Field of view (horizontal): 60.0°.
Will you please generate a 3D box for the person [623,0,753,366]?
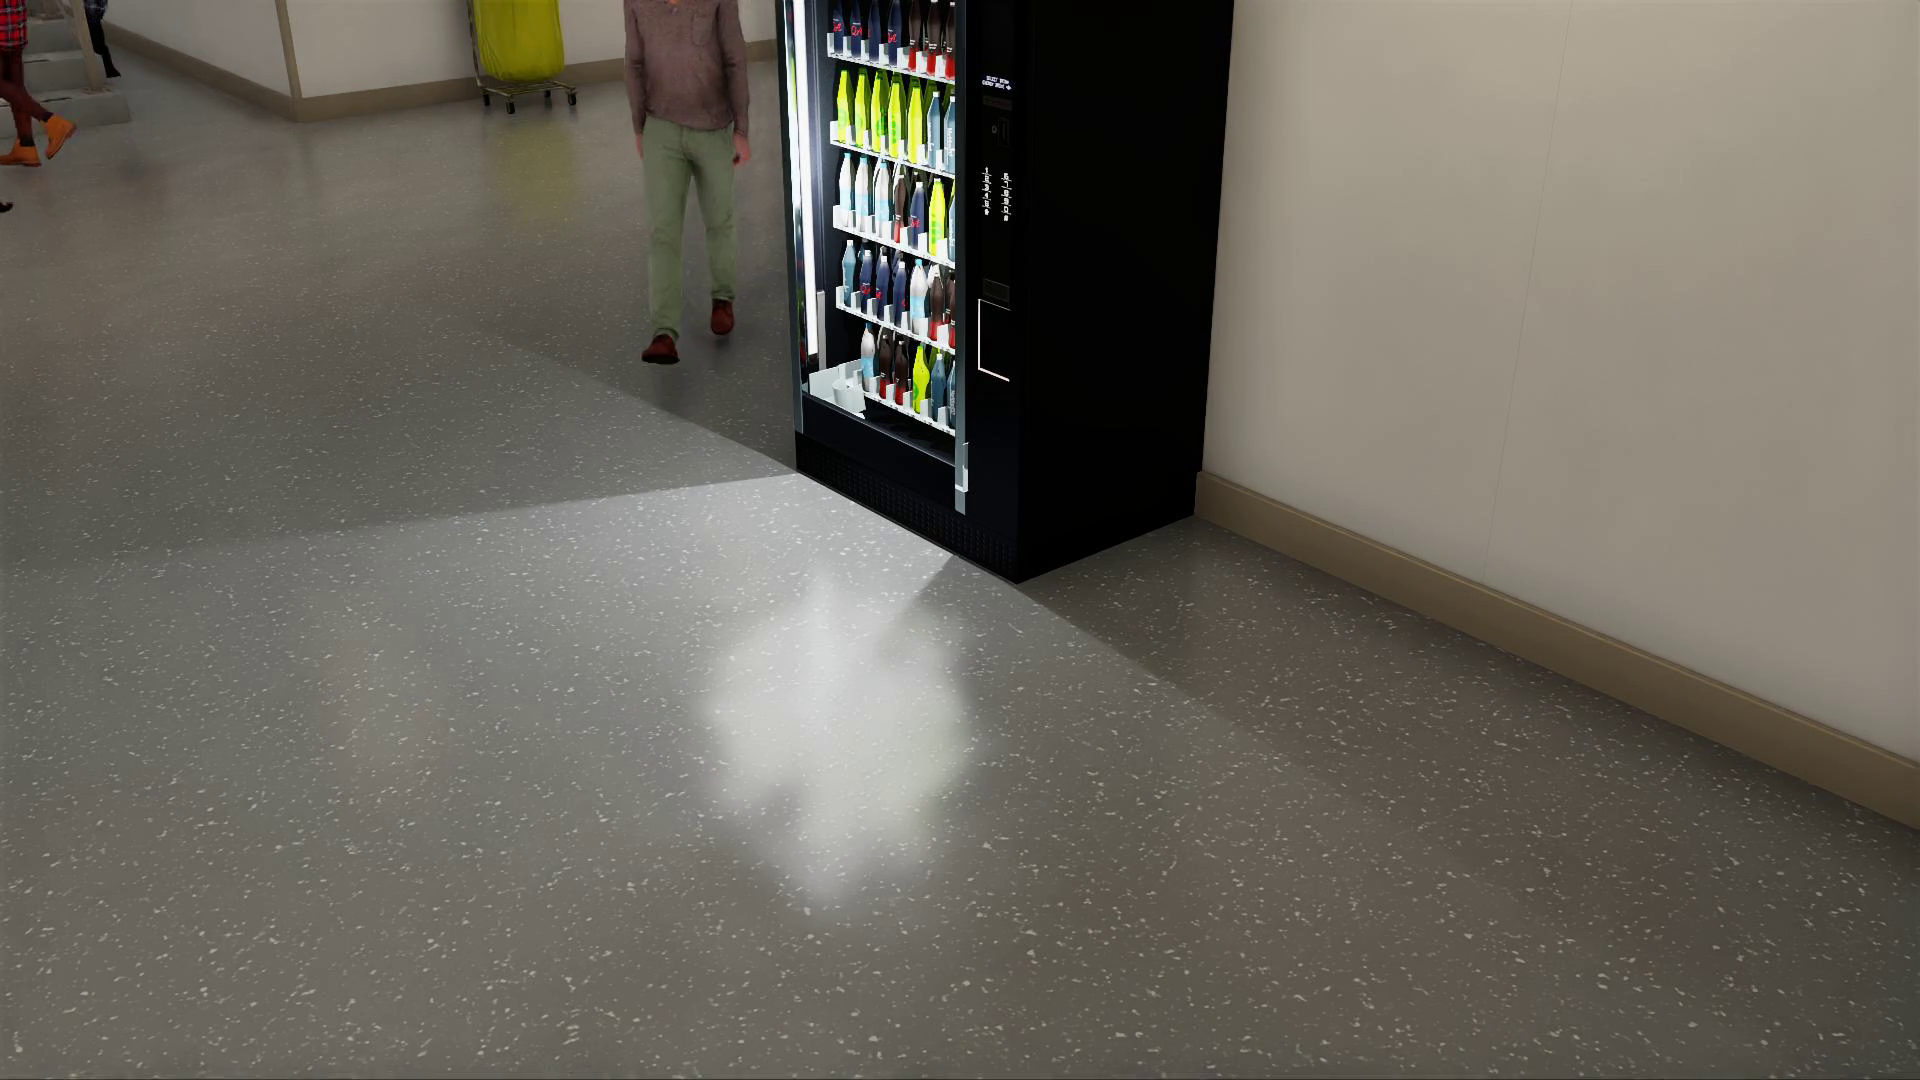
[{"bbox_3d":[-1.100,-1.690,6.965,1.200,1.824,1.294,1,26,1],"label":"person"}]
